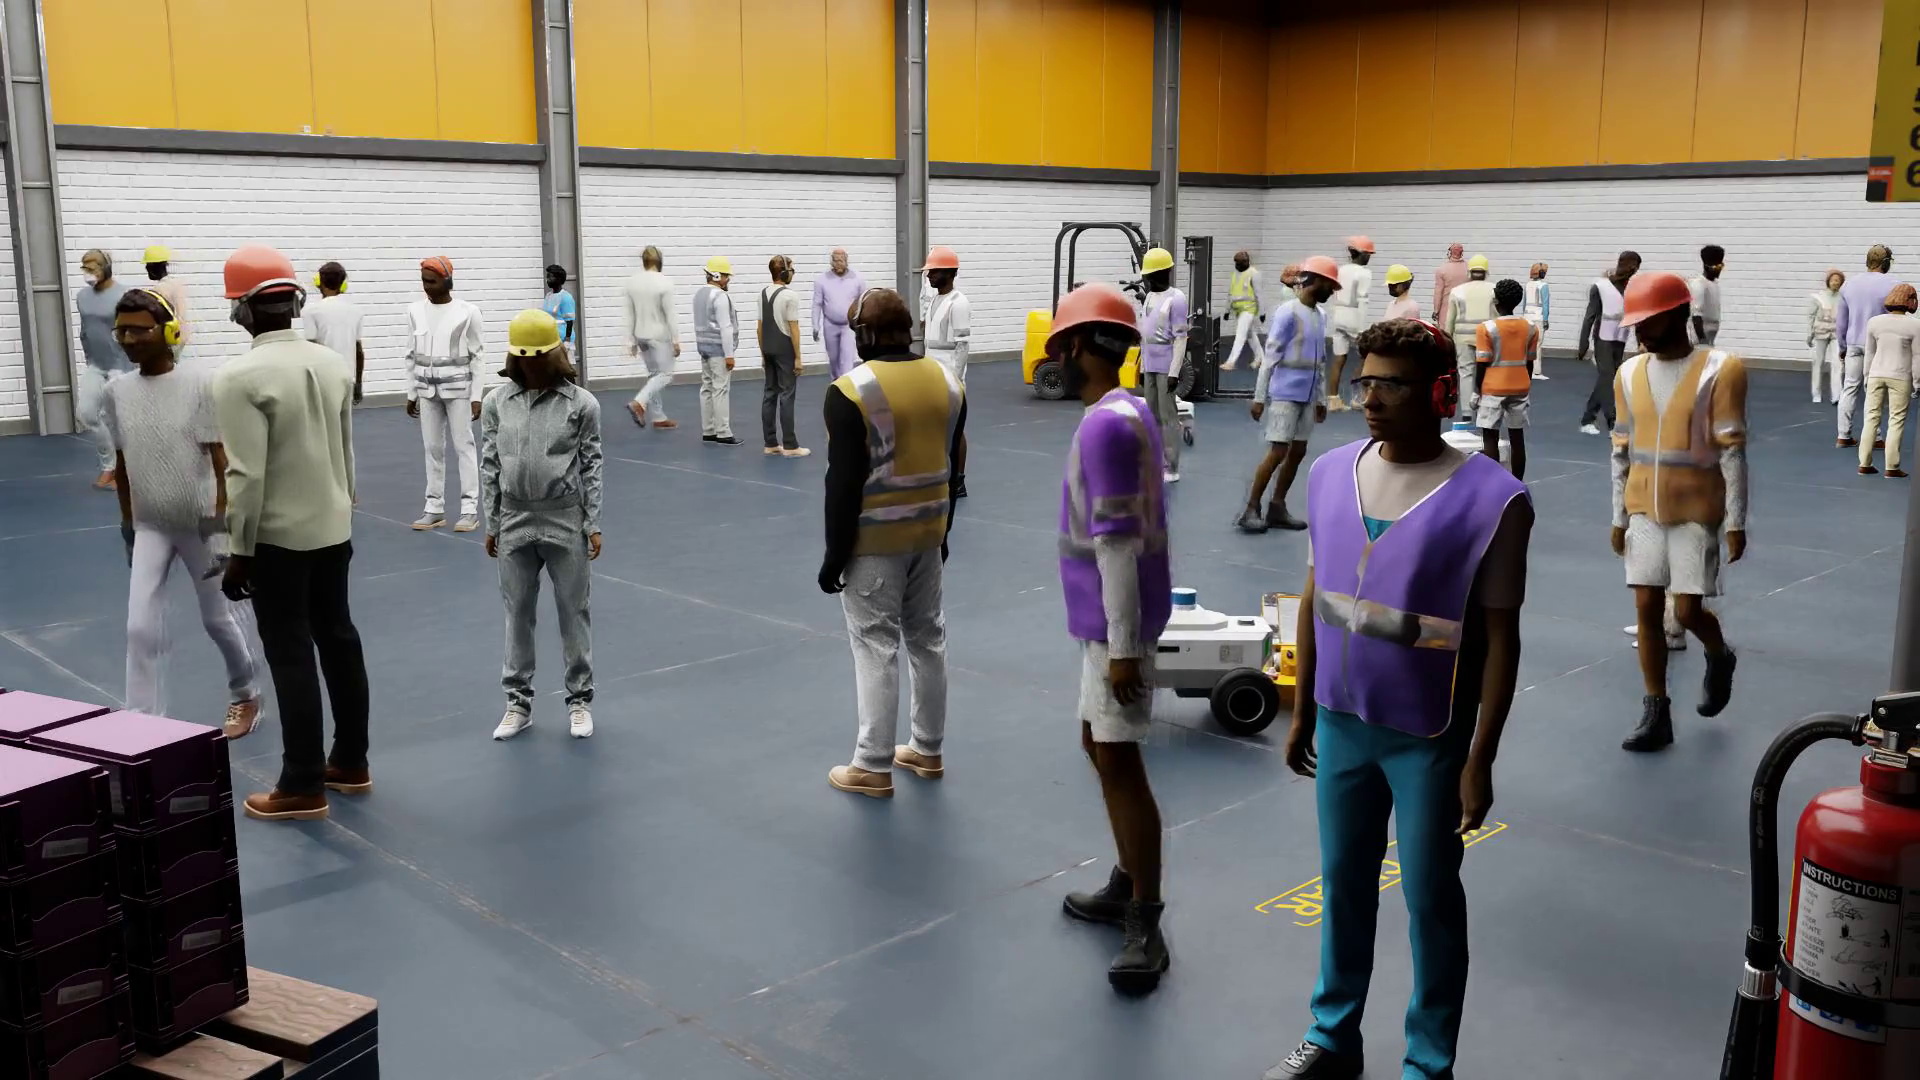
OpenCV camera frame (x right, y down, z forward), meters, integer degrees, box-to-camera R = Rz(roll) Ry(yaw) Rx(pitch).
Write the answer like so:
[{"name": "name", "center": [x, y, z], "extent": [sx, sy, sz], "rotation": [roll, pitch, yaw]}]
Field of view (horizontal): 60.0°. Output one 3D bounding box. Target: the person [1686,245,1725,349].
[{"name": "person", "center": [7.644, -2.065, 17.143], "extent": [0.408, 1.928, 0.628], "rotation": [8, 13, 37]}]

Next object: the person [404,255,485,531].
[{"name": "person", "center": [-3.532, -0.996, 11.397], "extent": [0.573, 1.886, 0.353], "rotation": [2, 11, 12]}]

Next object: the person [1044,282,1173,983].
[{"name": "person", "center": [0.412, 0.248, 4.633], "extent": [0.396, 1.891, 0.769], "rotation": [1, 10, 6]}]

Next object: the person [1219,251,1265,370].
[{"name": "person", "center": [4.337, -3.470, 25.196], "extent": [0.990, 1.787, 0.668], "rotation": [-6, 12, -28]}]

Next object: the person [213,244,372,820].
[{"name": "person", "center": [-2.339, -0.020, 5.787], "extent": [0.392, 1.991, 0.612], "rotation": [3, 11, 17]}]

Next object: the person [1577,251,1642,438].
[{"name": "person", "center": [6.623, -1.960, 16.732], "extent": [0.627, 1.859, 0.885], "rotation": [-4, 11, -22]}]

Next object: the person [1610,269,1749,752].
[{"name": "person", "center": [2.874, -0.125, 6.623], "extent": [0.630, 1.896, 0.597], "rotation": [-8, 13, -38]}]

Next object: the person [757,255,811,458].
[{"name": "person", "center": [-1.635, -1.672, 15.196], "extent": [0.507, 1.846, 0.351], "rotation": [9, 14, 42]}]

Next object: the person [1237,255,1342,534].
[{"name": "person", "center": [2.271, -0.983, 11.320], "extent": [0.501, 1.888, 0.628], "rotation": [10, 14, 43]}]

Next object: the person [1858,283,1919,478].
[{"name": "person", "center": [7.818, -1.333, 13.951], "extent": [0.281, 1.624, 0.493], "rotation": [-7, 13, -35]}]

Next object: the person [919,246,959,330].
[{"name": "person", "center": [-0.289, -2.937, 21.991], "extent": [0.575, 1.883, 0.355], "rotation": [6, 12, 29]}]

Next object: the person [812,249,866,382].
[{"name": "person", "center": [-1.474, -2.626, 20.346], "extent": [0.655, 1.869, 0.959], "rotation": [0, 10, -1]}]

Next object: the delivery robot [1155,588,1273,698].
[{"name": "delivery robot", "center": [0.925, 0.444, 6.923], "extent": [0.707, 0.478, 0.477], "rotation": [0, 10, 1]}]

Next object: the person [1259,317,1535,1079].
[{"name": "person", "center": [0.992, 0.424, 3.762], "extent": [0.390, 1.846, 0.565], "rotation": [-9, 14, -40]}]

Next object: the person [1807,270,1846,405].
[{"name": "person", "center": [10.386, -2.401, 19.840], "extent": [0.527, 1.598, 0.844], "rotation": [3, 11, 18]}]

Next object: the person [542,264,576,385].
[{"name": "person", "center": [-4.504, -2.235, 18.672], "extent": [0.318, 1.697, 0.535], "rotation": [-10, 14, -43]}]

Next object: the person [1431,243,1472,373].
[{"name": "person", "center": [7.225, -3.393, 24.416], "extent": [0.642, 1.908, 0.407], "rotation": [-2, 11, -12]}]

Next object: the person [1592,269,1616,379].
[{"name": "person", "center": [7.896, -2.484, 20.232], "extent": [0.349, 1.616, 0.519], "rotation": [2, 11, 11]}]

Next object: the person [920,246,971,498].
[{"name": "person", "center": [-0.128, -1.286, 12.827], "extent": [0.350, 1.942, 0.545], "rotation": [-6, 12, -28]}]

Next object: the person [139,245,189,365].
[{"name": "person", "center": [-8.194, -2.066, 17.145], "extent": [0.437, 1.917, 0.609], "rotation": [-2, 11, -11]}]

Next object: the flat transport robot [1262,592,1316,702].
[{"name": "flat transport robot", "center": [1.741, 0.481, 7.751], "extent": [0.652, 0.197, 1.431], "rotation": [2, 11, 10]}]

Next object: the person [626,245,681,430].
[{"name": "person", "center": [-3.193, -2.057, 17.084], "extent": [0.633, 1.923, 0.670], "rotation": [8, 13, 36]}]

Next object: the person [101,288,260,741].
[{"name": "person", "center": [-3.010, -0.046, 6.387], "extent": [0.528, 1.836, 0.910], "rotation": [0, 10, -2]}]

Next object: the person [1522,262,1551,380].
[{"name": "person", "center": [8.093, -3.072, 23.384], "extent": [0.311, 1.642, 0.513], "rotation": [-3, 11, -17]}]

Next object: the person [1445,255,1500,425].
[{"name": "person", "center": [5.558, -2.166, 17.992], "extent": [0.617, 1.798, 0.834], "rotation": [3, 11, 14]}]

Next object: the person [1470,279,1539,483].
[{"name": "person", "center": [4.094, -1.112, 12.551], "extent": [0.532, 1.696, 0.319], "rotation": [-3, 11, -17]}]

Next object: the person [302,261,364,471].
[{"name": "person", "center": [-4.702, -1.169, 12.493], "extent": [0.427, 1.827, 0.577], "rotation": [8, 13, 36]}]

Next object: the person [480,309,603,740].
[{"name": "person", "center": [-1.675, -0.054, 6.672], "extent": [0.484, 1.736, 0.308], "rotation": [0, 10, -2]}]

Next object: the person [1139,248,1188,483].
[{"name": "person", "center": [1.629, -1.419, 13.612], "extent": [0.374, 1.919, 0.585], "rotation": [-4, 11, -23]}]

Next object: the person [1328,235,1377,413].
[{"name": "person", "center": [4.514, -2.448, 18.945], "extent": [0.687, 2.014, 0.624], "rotation": [-5, 12, -27]}]

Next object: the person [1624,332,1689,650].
[{"name": "person", "center": [3.462, -0.278, 8.193], "extent": [0.320, 1.628, 0.516], "rotation": [3, 11, 16]}]

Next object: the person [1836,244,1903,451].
[{"name": "person", "center": [8.589, -1.812, 15.704], "extent": [0.359, 1.938, 0.635], "rotation": [-6, 12, -30]}]

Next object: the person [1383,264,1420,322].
[{"name": "person", "center": [3.976, -1.619, 15.144], "extent": [0.320, 1.762, 0.522], "rotation": [-3, 11, -15]}]

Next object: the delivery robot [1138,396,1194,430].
[{"name": "delivery robot", "center": [1.991, -1.268, 16.259], "extent": [0.477, 0.478, 0.707], "rotation": [-4, 11, -20]}]

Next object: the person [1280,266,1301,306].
[{"name": "person", "center": [4.216, -2.695, 21.347], "extent": [0.286, 1.634, 0.500], "rotation": [4, 11, 20]}]

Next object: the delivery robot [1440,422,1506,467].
[{"name": "delivery robot", "center": [3.908, -0.680, 13.052], "extent": [0.707, 0.478, 0.477], "rotation": [-3, 11, -17]}]

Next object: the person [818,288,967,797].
[{"name": "person", "center": [-0.269, 0.011, 6.047], "extent": [0.429, 1.838, 0.622], "rotation": [10, 14, 43]}]

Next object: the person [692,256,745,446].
[{"name": "person", "center": [-2.331, -1.815, 16.035], "extent": [0.404, 1.824, 0.586], "rotation": [-7, 13, -35]}]

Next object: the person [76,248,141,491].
[{"name": "person", "center": [-6.713, -1.325, 13.106], "extent": [0.640, 1.916, 0.511], "rotation": [4, 11, 21]}]

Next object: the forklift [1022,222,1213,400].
[{"name": "forklift", "center": [1.935, -2.847, 20.651], "extent": [2.313, 2.155, 1.214], "rotation": [2, 11, 13]}]
